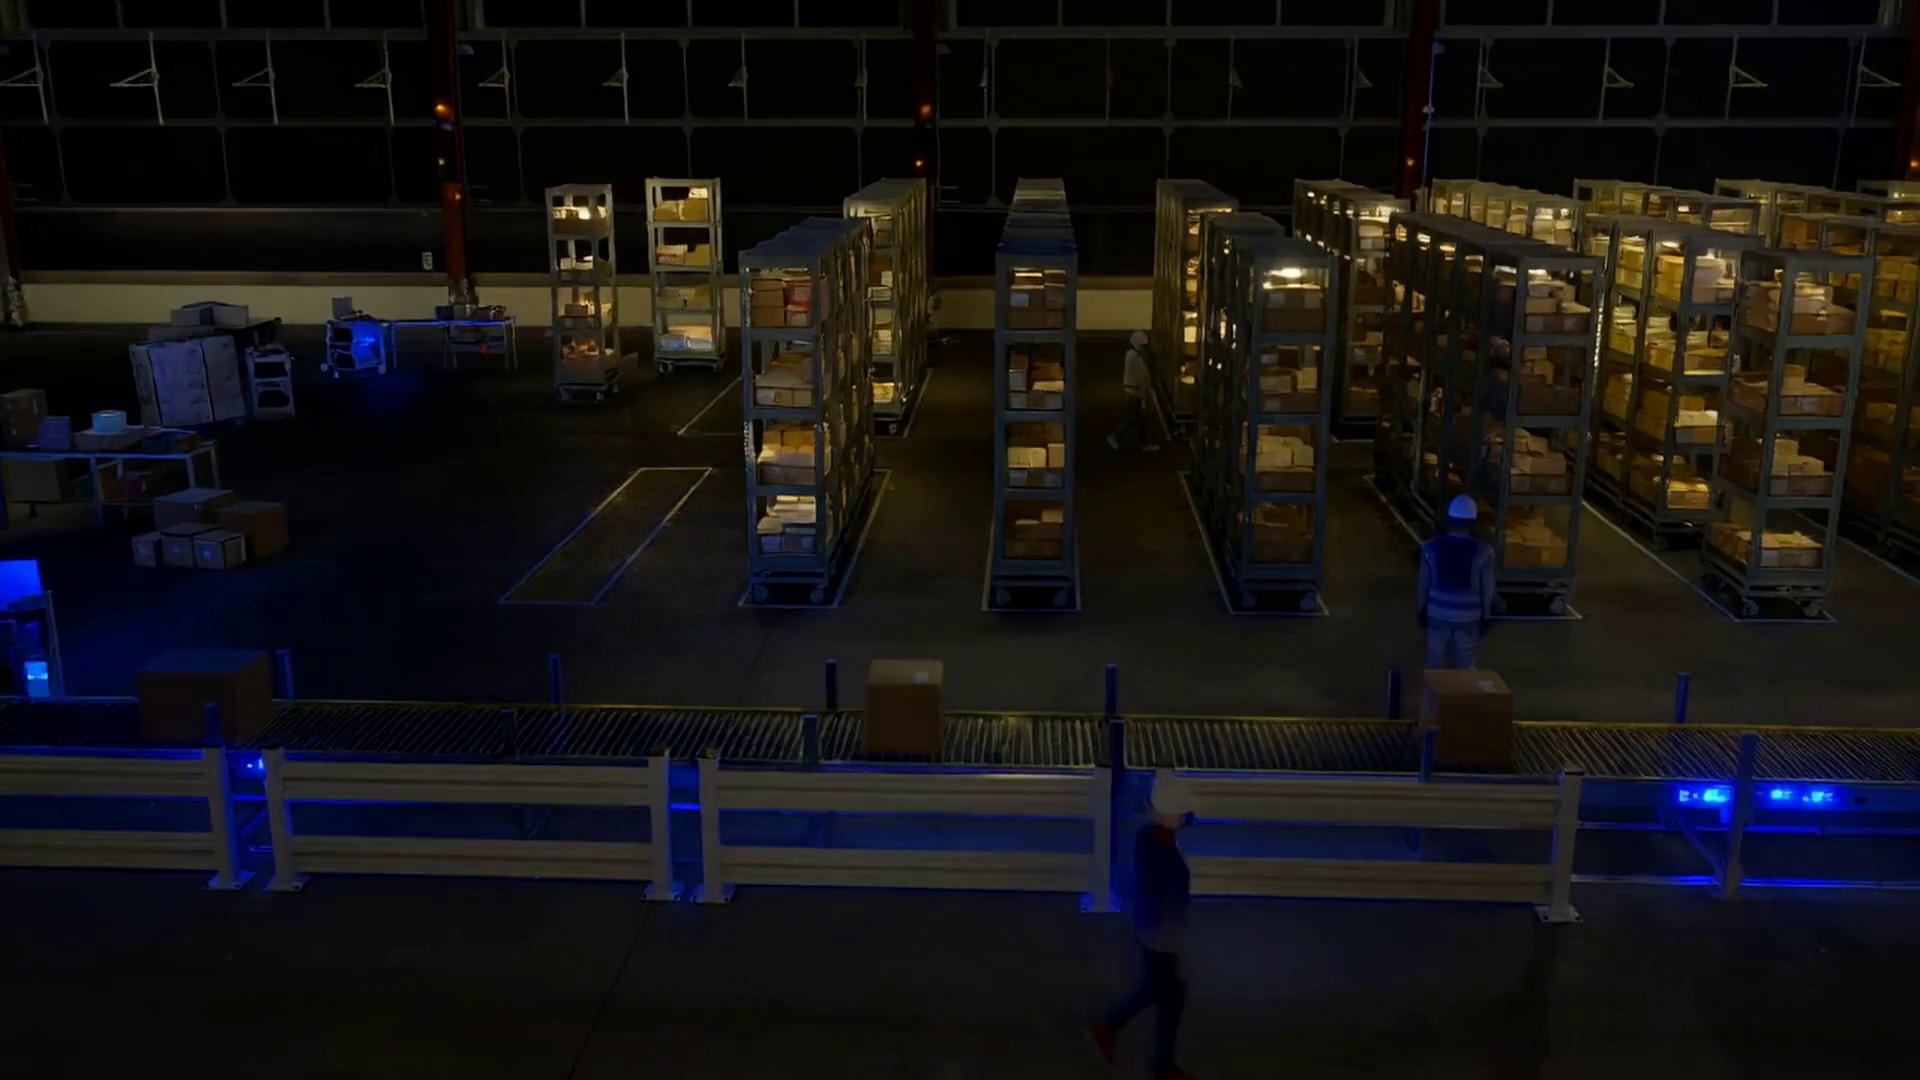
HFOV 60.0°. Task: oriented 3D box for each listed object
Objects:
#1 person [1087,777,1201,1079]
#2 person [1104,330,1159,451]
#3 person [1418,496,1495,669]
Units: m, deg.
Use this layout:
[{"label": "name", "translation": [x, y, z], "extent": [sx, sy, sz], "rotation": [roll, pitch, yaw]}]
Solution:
[{"label": "person", "translation": [0.997, 2.049, 8.619], "extent": [0.505, 1.753, 0.530], "rotation": [-3, 15, -10]}, {"label": "person", "translation": [2.505, -2.153, 24.121], "extent": [0.775, 1.805, 0.596], "rotation": [-2, 15, -7]}, {"label": "person", "translation": [4.058, 0.599, 13.644], "extent": [0.602, 1.938, 0.402], "rotation": [7, 16, 23]}]
